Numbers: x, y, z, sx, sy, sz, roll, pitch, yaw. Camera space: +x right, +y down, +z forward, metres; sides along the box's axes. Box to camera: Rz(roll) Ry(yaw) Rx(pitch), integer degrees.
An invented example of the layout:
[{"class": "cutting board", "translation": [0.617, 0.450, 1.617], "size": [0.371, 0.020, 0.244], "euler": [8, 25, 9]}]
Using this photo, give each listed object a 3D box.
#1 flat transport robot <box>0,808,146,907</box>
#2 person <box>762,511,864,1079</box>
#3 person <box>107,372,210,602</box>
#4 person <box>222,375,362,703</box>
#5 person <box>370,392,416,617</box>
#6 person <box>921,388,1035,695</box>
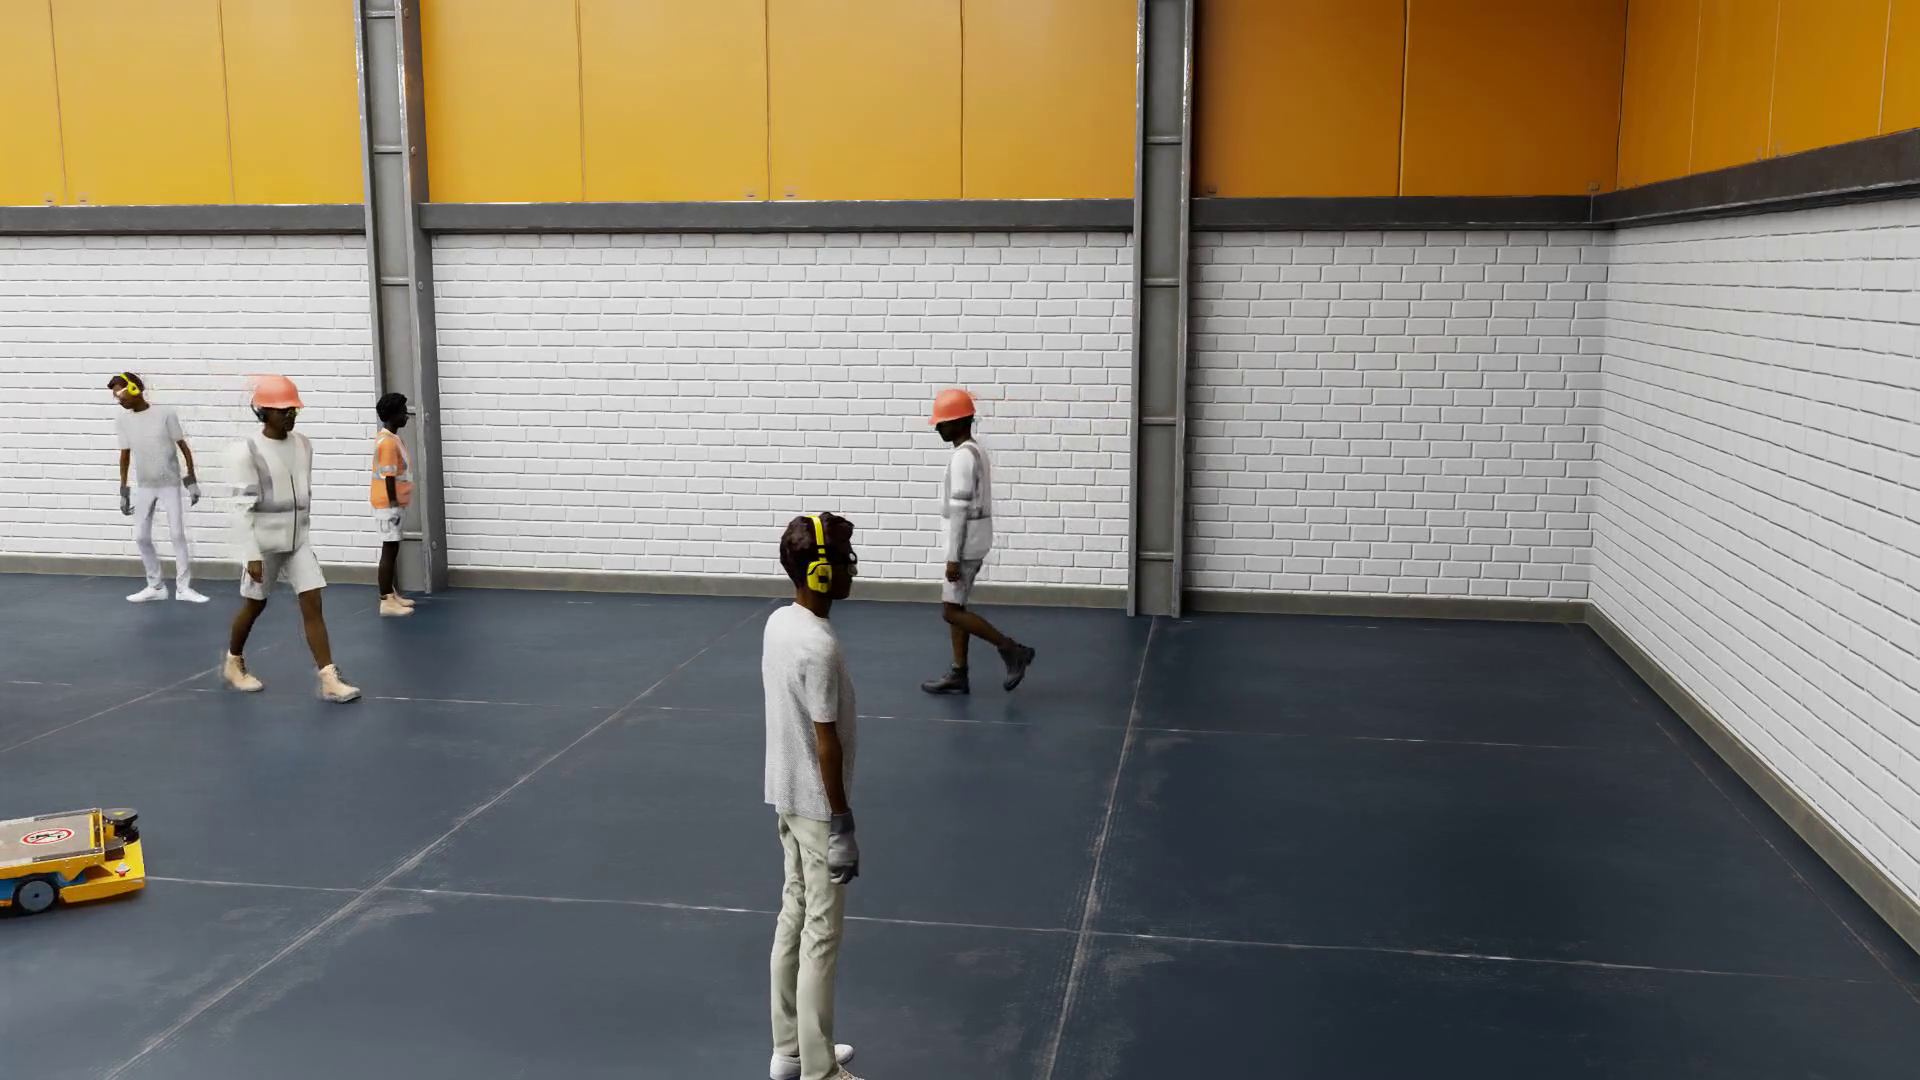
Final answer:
[{"class": "flat transport robot", "translation": [-4.162, 1.370, 6.841], "size": [1.431, 0.197, 0.652], "euler": [-5, 10, -28]}, {"class": "person", "translation": [-0.440, 0.839, 5.206], "size": [0.328, 1.870, 0.514], "euler": [-4, 10, -25]}, {"class": "person", "translation": [-6.215, -0.396, 12.970], "size": [0.653, 1.832, 0.335], "euler": [-1, 9, -3]}, {"class": "person", "translation": [-4.151, -0.008, 10.078], "size": [1.073, 1.993, 0.629], "euler": [5, 10, 27]}, {"class": "person", "translation": [-4.303, -0.273, 12.618], "size": [0.319, 1.695, 0.538], "euler": [-3, 10, -16]}, {"class": "person", "translation": [0.097, 0.033, 10.040], "size": [0.622, 1.912, 0.552], "euler": [1, 9, 7]}]
